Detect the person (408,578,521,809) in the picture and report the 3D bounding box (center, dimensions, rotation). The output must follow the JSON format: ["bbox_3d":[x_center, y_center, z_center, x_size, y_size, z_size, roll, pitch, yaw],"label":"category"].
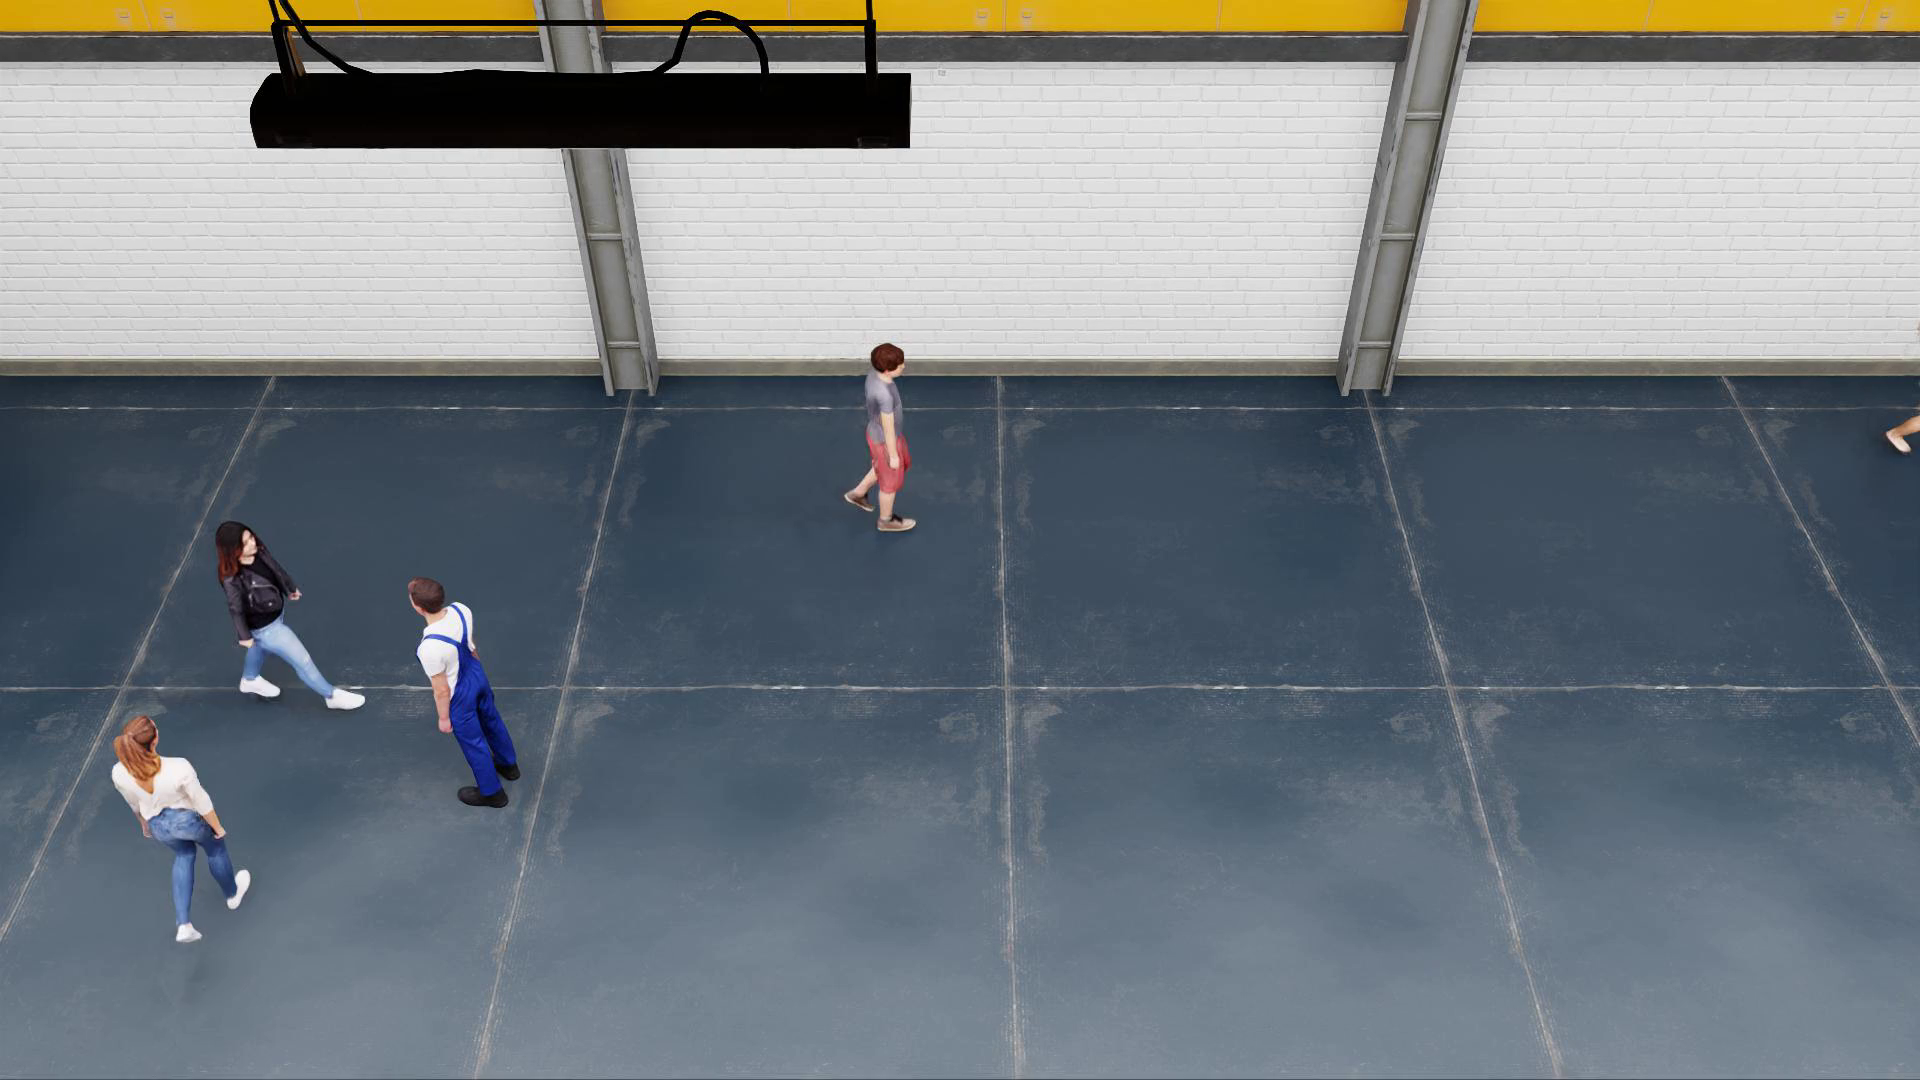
[{"bbox_3d":[-3.004,0.915,10.035,0.673,1.849,0.693,12,45,12],"label":"person"}]

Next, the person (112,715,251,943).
[{"bbox_3d":[-4.412,1.662,9.356,0.796,1.704,0.664,1,44,1],"label":"person"}]

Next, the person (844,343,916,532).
[{"bbox_3d":[-0.618,-0.710,11.895,0.746,1.636,0.603,-2,44,-2],"label":"person"}]

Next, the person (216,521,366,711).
[{"bbox_3d":[-4.511,0.505,10.654,1.087,1.590,0.672,2,44,2],"label":"person"}]
